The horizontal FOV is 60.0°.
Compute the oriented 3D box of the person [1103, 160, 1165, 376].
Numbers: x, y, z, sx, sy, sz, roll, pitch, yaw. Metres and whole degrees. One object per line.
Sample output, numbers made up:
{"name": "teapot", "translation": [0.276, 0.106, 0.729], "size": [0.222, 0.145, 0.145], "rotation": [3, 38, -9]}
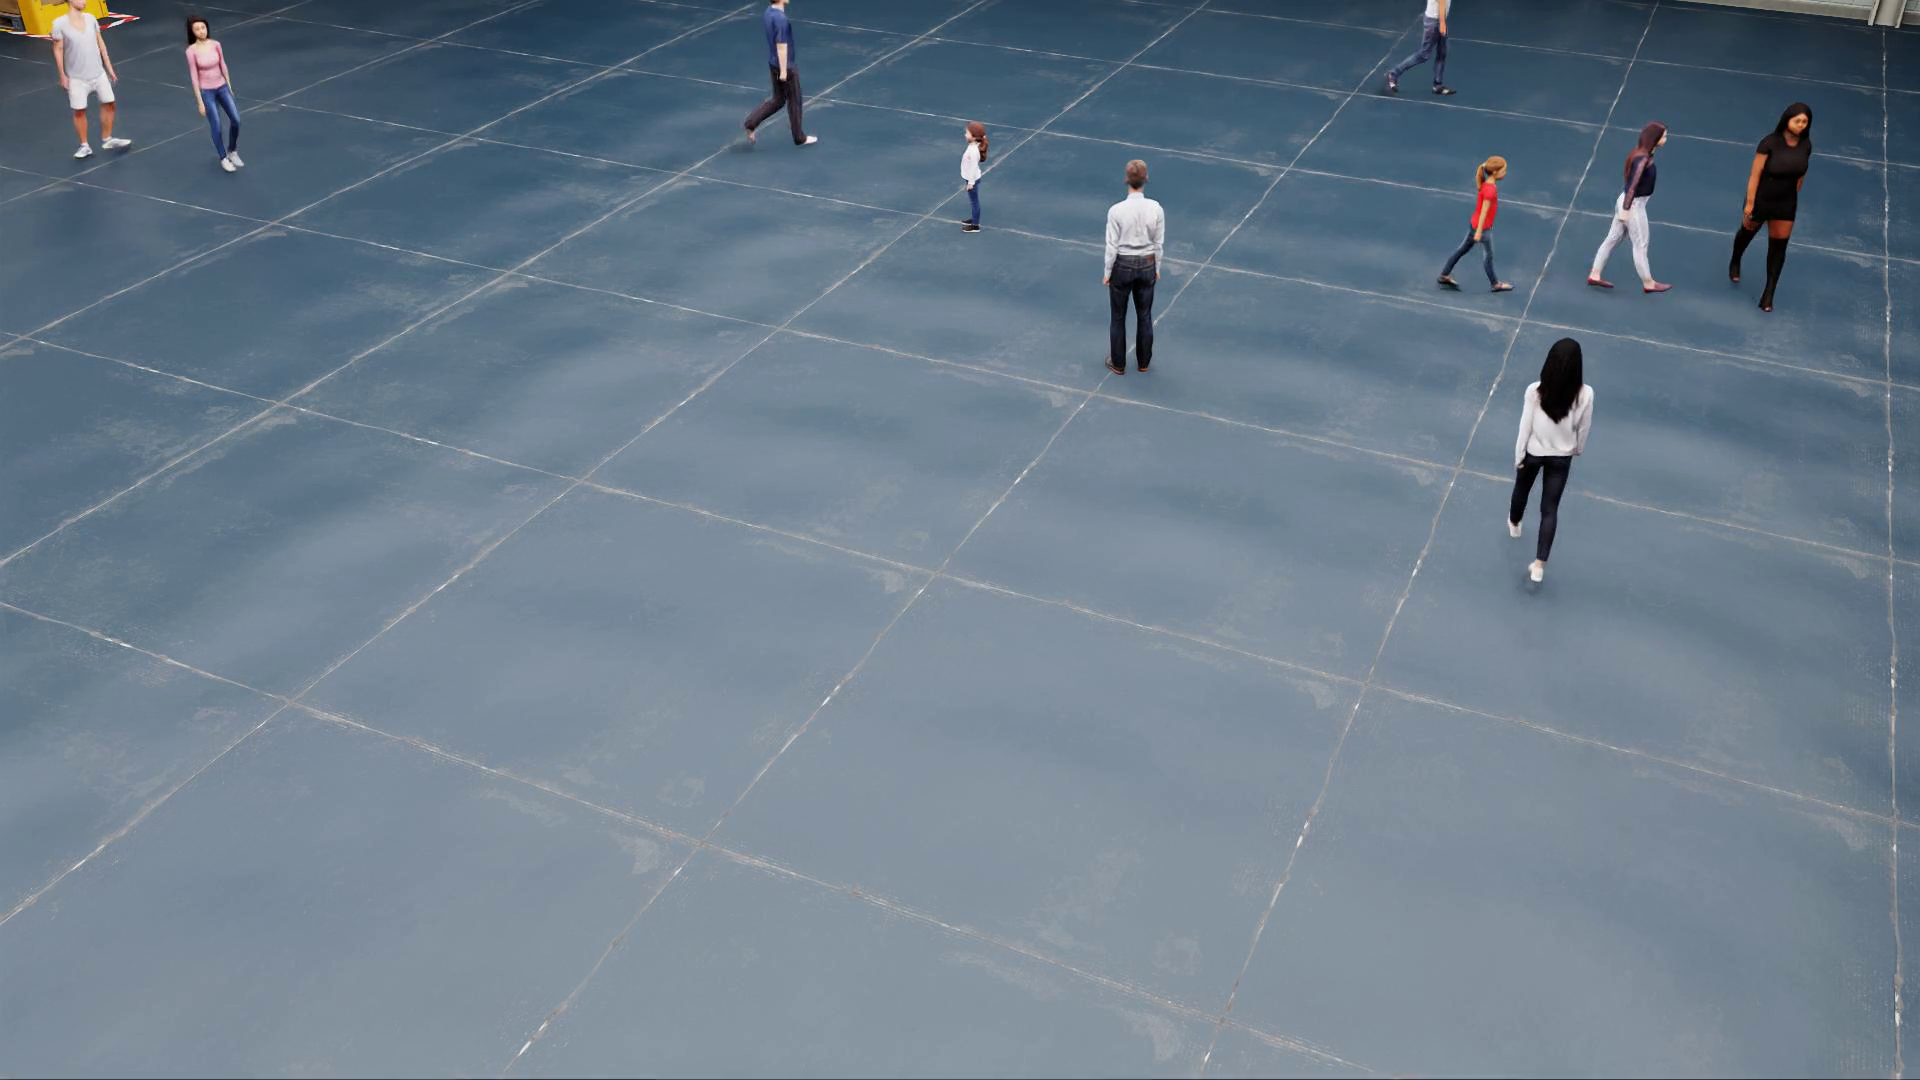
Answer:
{"name": "person", "translation": [1.429, -2.246, 13.748], "size": [0.697, 1.815, 0.799], "rotation": [-5, 33, -8]}

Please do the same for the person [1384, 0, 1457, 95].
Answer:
{"name": "person", "translation": [5.655, -6.275, 20.113], "size": [1.163, 1.838, 0.763], "rotation": [8, 33, 12]}

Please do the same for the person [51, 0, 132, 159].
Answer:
{"name": "person", "translation": [-9.701, -5.170, 18.378], "size": [0.860, 1.821, 0.636], "rotation": [-27, 41, -36]}

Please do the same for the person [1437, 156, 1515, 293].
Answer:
{"name": "person", "translation": [4.707, -2.881, 15.258], "size": [0.957, 1.277, 0.656], "rotation": [5, 33, 8]}

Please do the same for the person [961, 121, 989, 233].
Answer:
{"name": "person", "translation": [0.133, -3.645, 16.625], "size": [0.573, 1.112, 0.524], "rotation": [-1, 32, -1]}

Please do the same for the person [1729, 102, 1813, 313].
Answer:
{"name": "person", "translation": [7.284, -3.052, 15.043], "size": [1.207, 1.798, 0.953], "rotation": [4, 32, 6]}

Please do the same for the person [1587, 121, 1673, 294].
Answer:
{"name": "person", "translation": [6.070, -3.028, 15.215], "size": [0.983, 1.573, 0.700], "rotation": [11, 34, 16]}

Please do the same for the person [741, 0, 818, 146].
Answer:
{"name": "person", "translation": [-2.061, -5.260, 18.498], "size": [1.147, 1.845, 1.107], "rotation": [-12, 34, -18]}

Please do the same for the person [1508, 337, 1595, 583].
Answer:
{"name": "person", "translation": [3.953, -0.513, 11.148], "size": [1.125, 1.658, 0.850], "rotation": [7, 33, 10]}

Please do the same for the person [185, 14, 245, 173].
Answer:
{"name": "person", "translation": [-8.077, -4.830, 17.935], "size": [0.748, 1.719, 0.696], "rotation": [26, 41, 35]}
